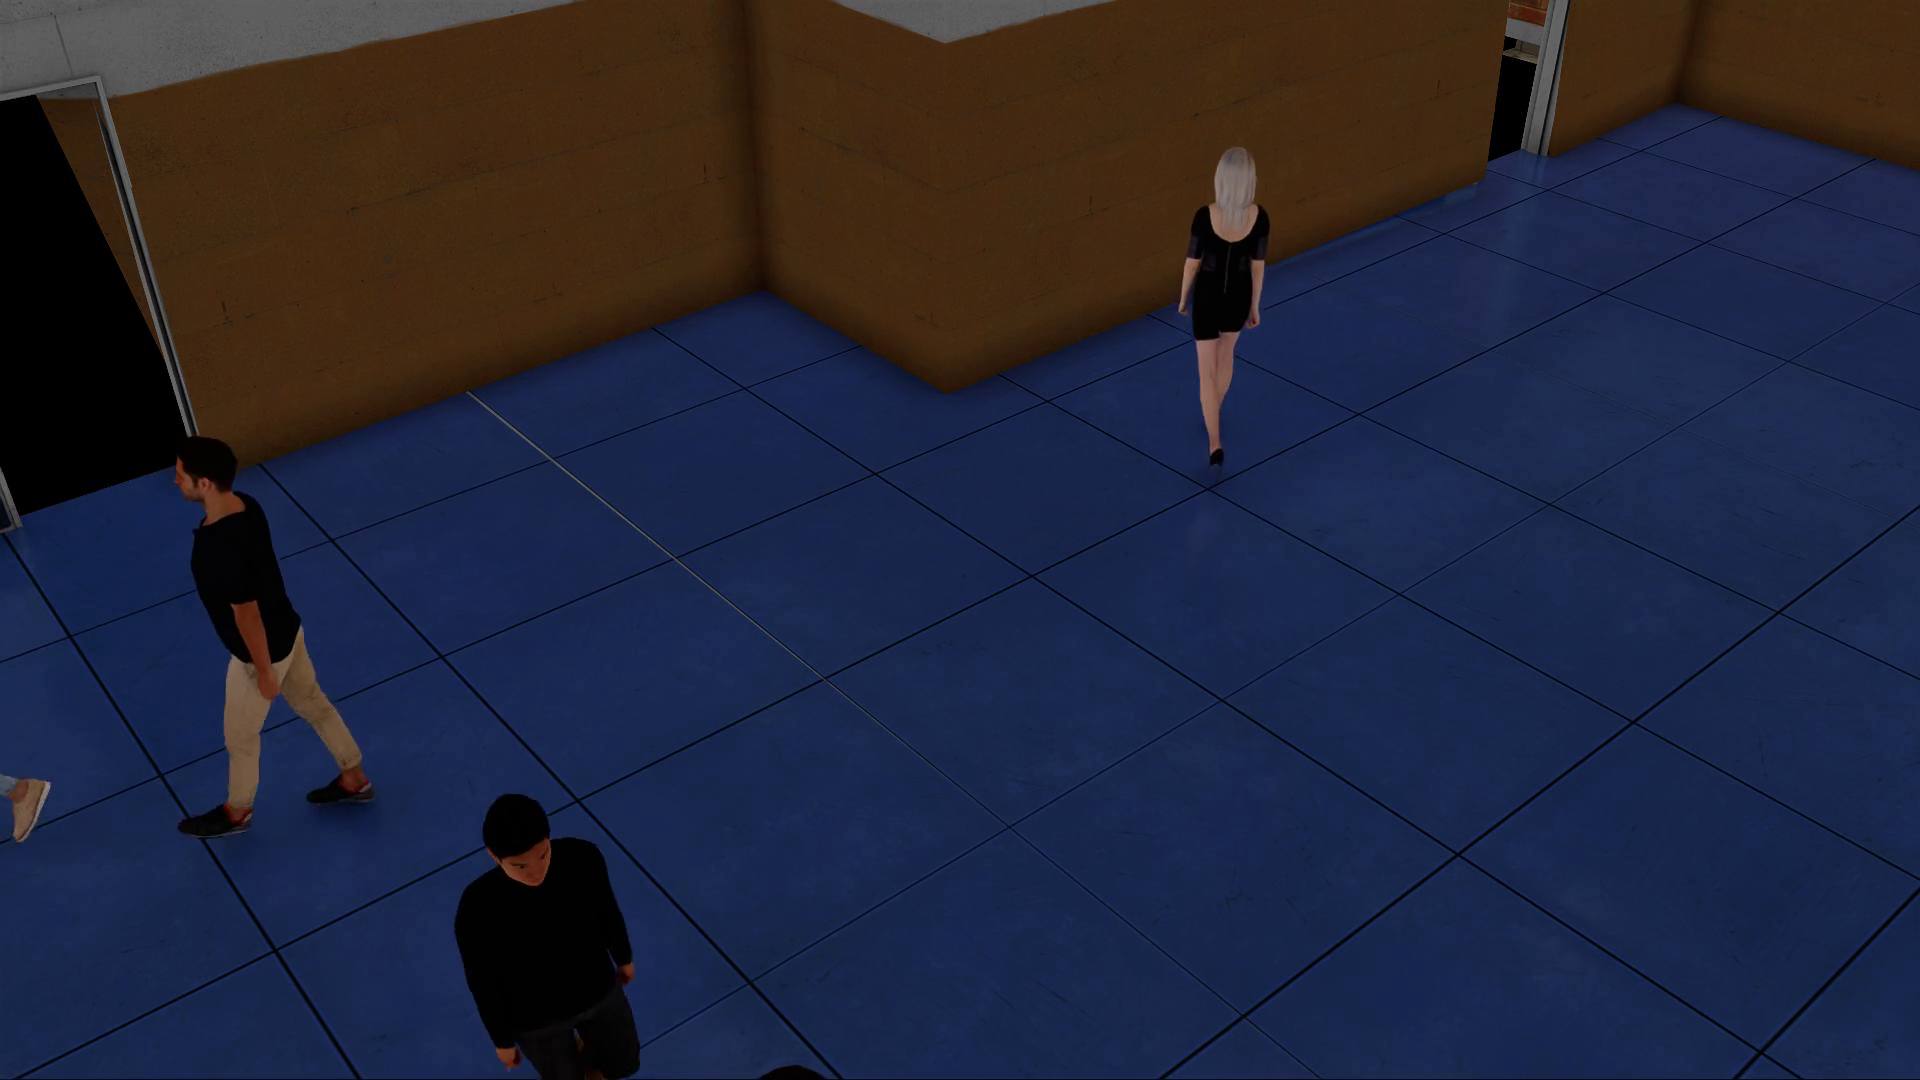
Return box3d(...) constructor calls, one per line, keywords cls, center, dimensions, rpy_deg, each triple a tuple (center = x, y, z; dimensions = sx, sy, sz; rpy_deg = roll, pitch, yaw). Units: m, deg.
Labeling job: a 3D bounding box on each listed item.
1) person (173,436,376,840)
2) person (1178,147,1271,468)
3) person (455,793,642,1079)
box3d(cls="person", center=(-2.691, 0.405, 6.652), dimensions=(1.017, 1.828, 1.047), rpy_deg=(-6, 34, -9))
box3d(cls="person", center=(1.444, -1.240, 9.168), dimensions=(0.967, 1.806, 1.109), rpy_deg=(-2, 34, -2))
box3d(cls="person", center=(-1.302, 1.385, 5.313), dimensions=(0.731, 1.705, 0.775), rpy_deg=(-22, 40, -30))
